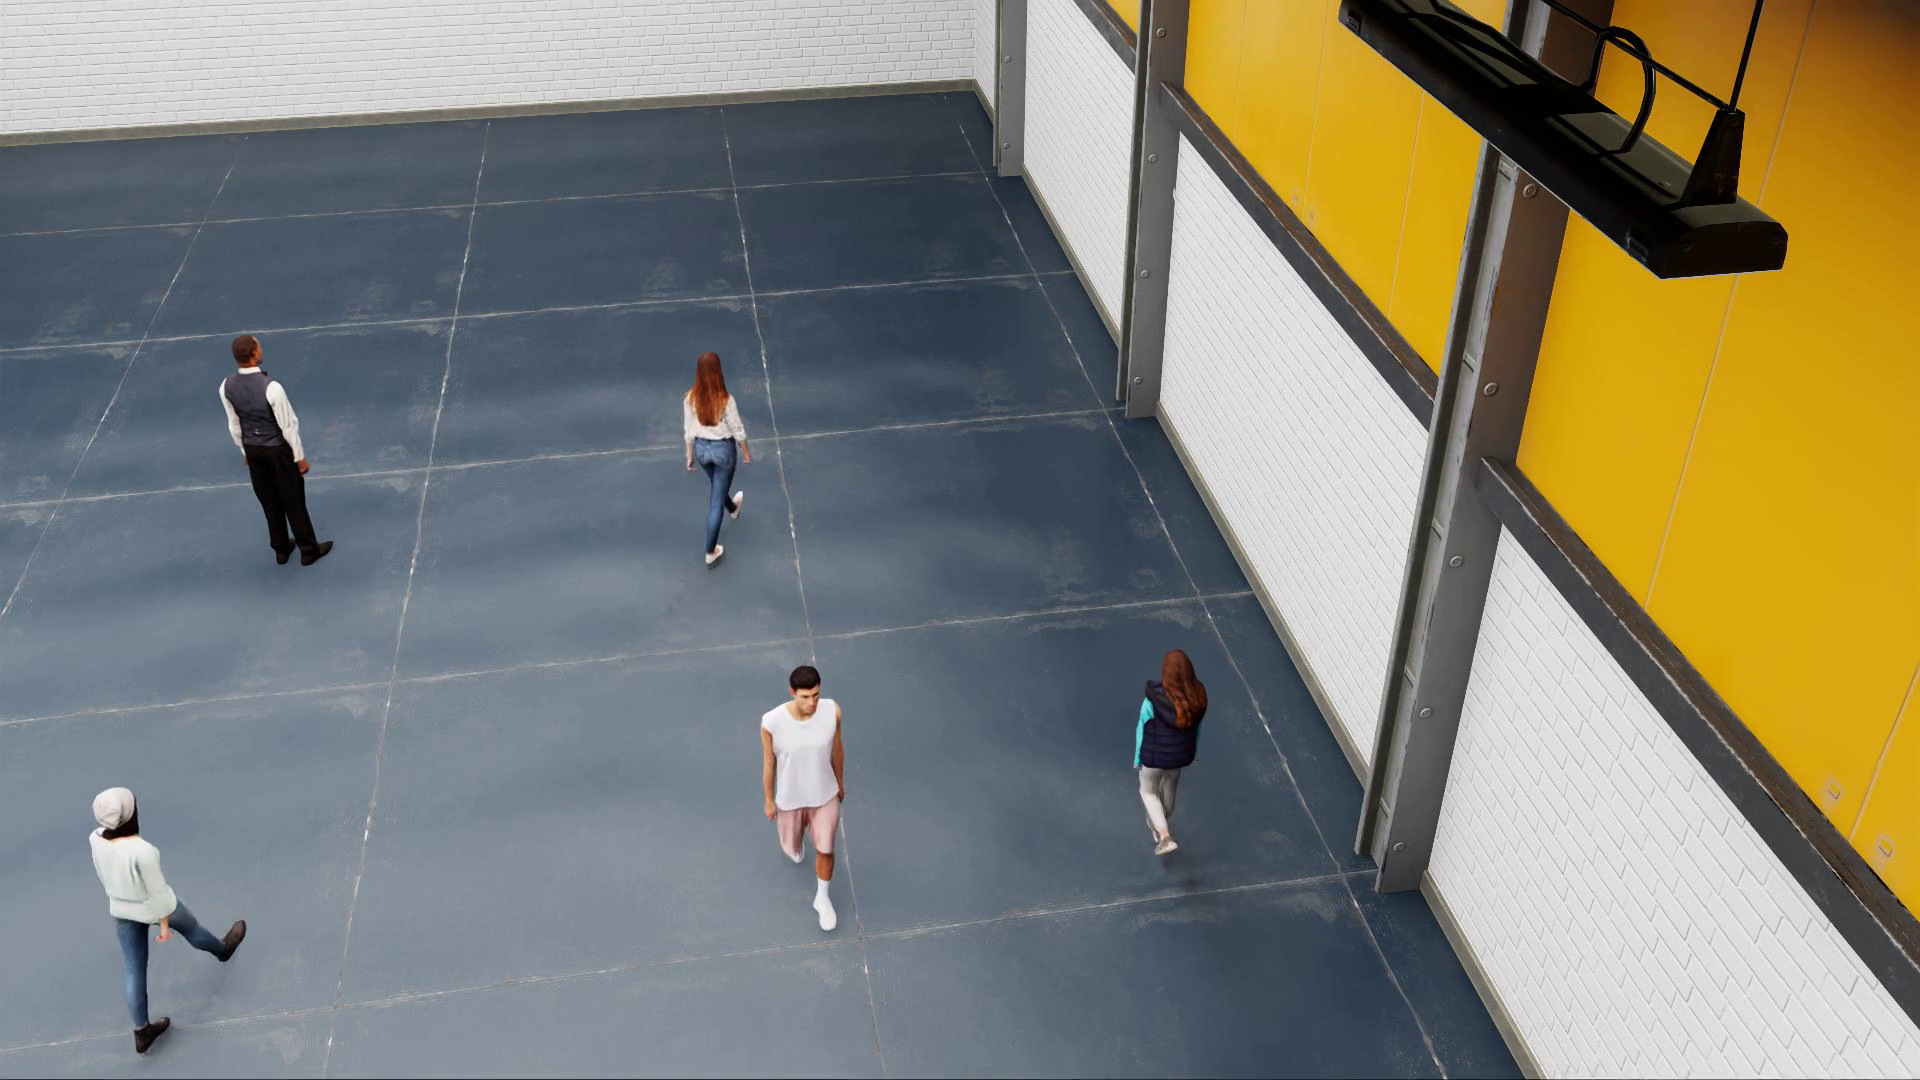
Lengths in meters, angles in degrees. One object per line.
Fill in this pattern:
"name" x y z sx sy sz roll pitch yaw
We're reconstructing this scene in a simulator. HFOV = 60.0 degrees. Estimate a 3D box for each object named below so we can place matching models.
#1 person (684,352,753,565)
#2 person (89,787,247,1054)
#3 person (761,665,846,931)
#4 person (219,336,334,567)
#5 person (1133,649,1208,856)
"person" -1.914 -0.600 12.811 0.938 1.685 1.191 9 35 13
"person" -4.427 2.045 8.922 0.884 1.585 1.197 7 34 11
"person" -0.913 1.417 9.700 0.660 1.770 0.984 -8 34 -12
"person" -5.268 -0.670 12.705 0.760 1.919 0.704 5 34 7
"person" 1.269 1.328 10.089 0.605 1.486 0.739 -9 35 -13
